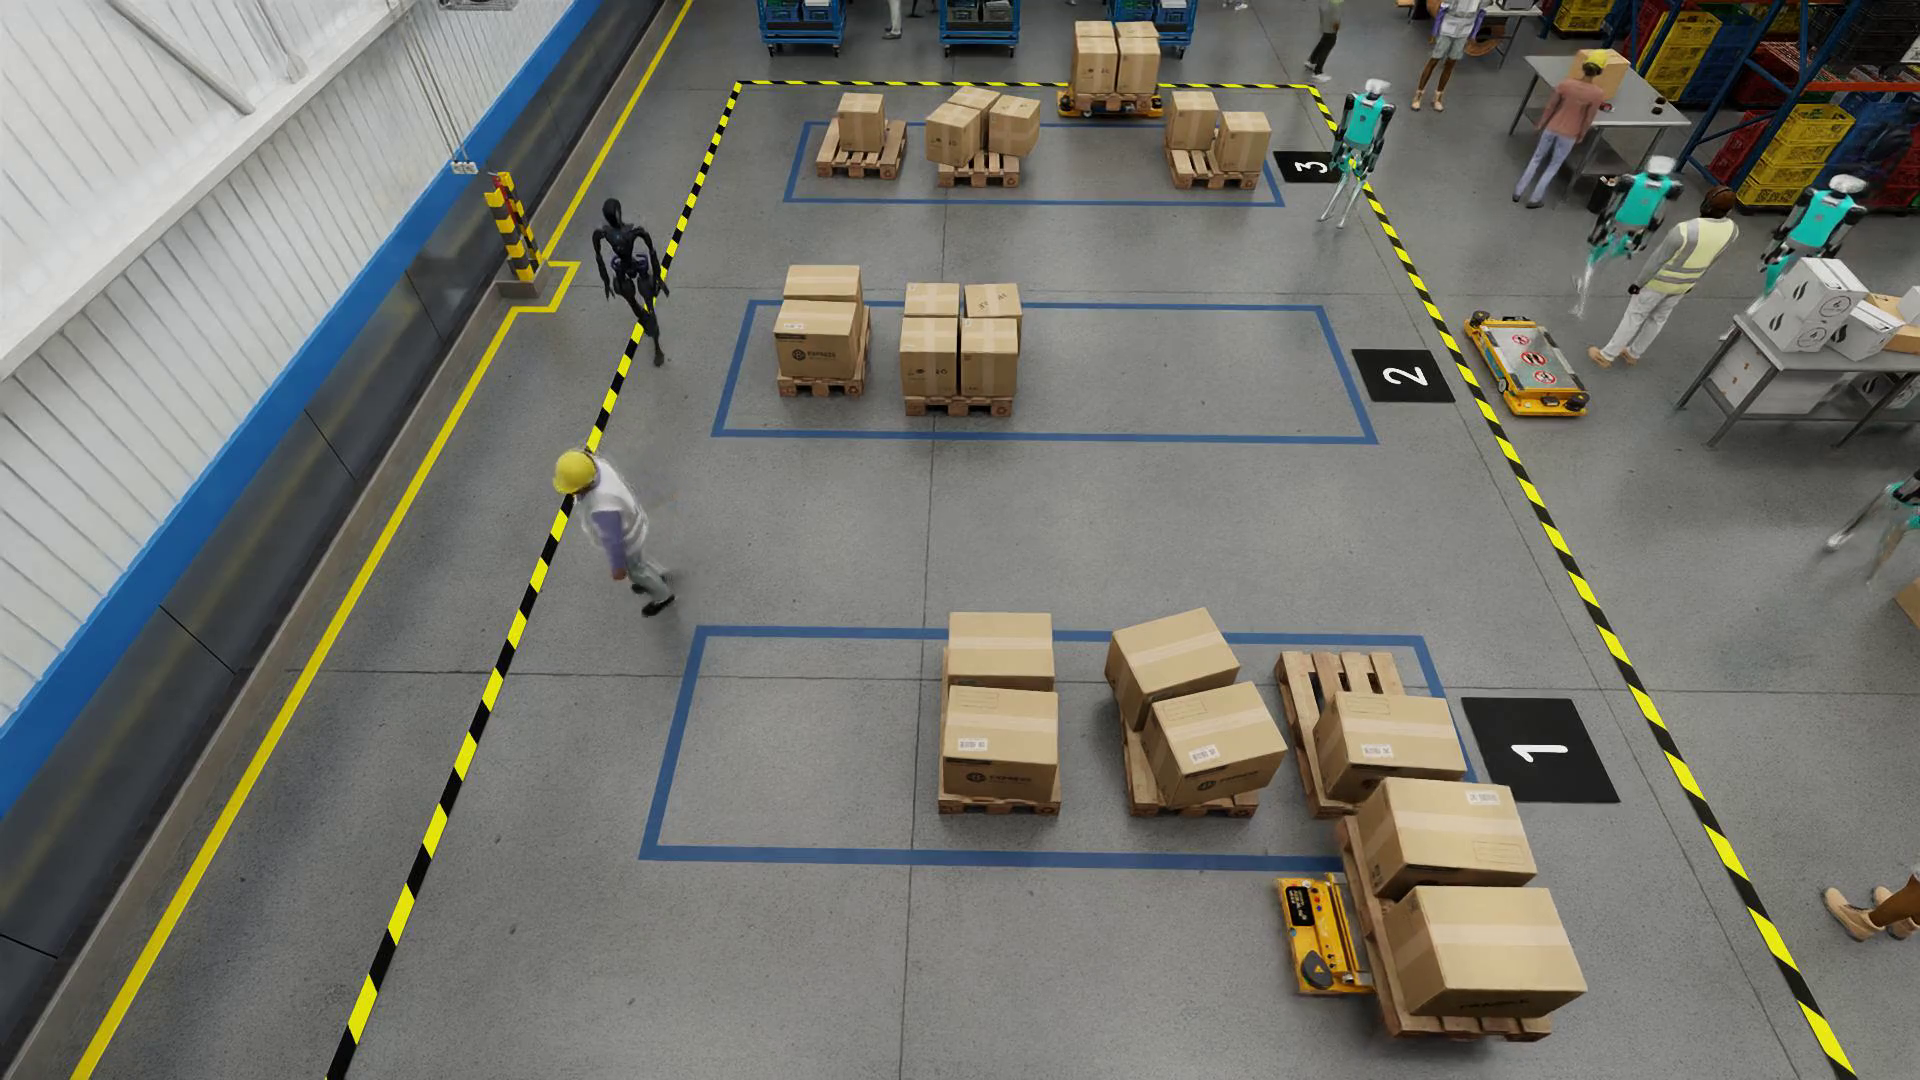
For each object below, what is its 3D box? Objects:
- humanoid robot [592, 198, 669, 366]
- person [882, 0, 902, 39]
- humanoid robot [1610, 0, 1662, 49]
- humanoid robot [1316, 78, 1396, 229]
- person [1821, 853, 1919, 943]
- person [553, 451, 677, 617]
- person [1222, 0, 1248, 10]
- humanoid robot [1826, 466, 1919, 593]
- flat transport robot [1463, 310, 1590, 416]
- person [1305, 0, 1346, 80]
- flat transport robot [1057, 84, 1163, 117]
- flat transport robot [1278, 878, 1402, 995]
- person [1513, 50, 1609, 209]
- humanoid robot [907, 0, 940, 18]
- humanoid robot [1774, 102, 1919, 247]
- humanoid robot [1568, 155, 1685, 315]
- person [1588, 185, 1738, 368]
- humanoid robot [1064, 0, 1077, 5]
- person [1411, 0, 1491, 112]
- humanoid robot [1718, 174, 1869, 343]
[{"bbox_3d":[-3.152,-2.535,8.831,0.611,1.633,0.788,-8,50,-6],"label":"humanoid robot"},{"bbox_3d":[-1.052,-8.680,14.006,0.391,1.841,0.562,4,49,4],"label":"person"},{"bbox_3d":[9.916,-7.727,13.316,0.764,1.629,0.590,-8,50,-7],"label":"humanoid robot"},{"bbox_3d":[4.483,-4.352,10.240,0.533,1.677,0.735,33,57,25],"label":"humanoid robot"},{"bbox_3d":[5.581,1.655,4.929,0.613,2.040,0.389,1,49,1],"label":"person"},{"bbox_3d":[-2.444,-0.027,6.549,0.495,1.789,0.613,-21,52,-17],"label":"person"},{"bbox_3d":[4.633,-9.613,14.879,0.316,1.740,0.491,-37,58,-27],"label":"person"},{"bbox_3d":[7.347,-0.409,6.933,0.531,1.787,0.852,21,52,18],"label":"humanoid robot"},{"bbox_3d":[5.573,-1.757,9.054,0.659,0.231,1.431,1,49,1],"label":"flat transport robot"},{"bbox_3d":[5.315,-7.479,12.982,0.453,1.818,0.604,20,52,16],"label":"person"},{"bbox_3d":[2.099,-6.202,12.883,1.431,0.197,0.652,1,49,1],"label":"flat transport robot"},{"bbox_3d":[2.706,2.351,5.480,1.431,0.197,0.652,1,49,1],"label":"flat transport robot"},{"bbox_3d":[7.005,-4.754,10.666,0.346,1.754,0.526,-28,55,-22],"label":"person"},{"bbox_3d":[-0.549,-9.225,14.595,0.643,1.636,0.612,2,49,2],"label":"humanoid robot"},{"bbox_3d":[9.849,-3.986,10.091,0.728,1.654,0.584,1,49,1],"label":"humanoid robot"},{"bbox_3d":[6.682,-3.131,9.321,0.530,1.812,0.914,22,53,18],"label":"humanoid robot"},{"bbox_3d":[6.622,-2.427,8.600,0.623,1.838,0.430,-6,49,-5],"label":"person"},{"bbox_3d":[1.887,-9.646,14.986,0.544,1.880,0.763,-37,59,-28],"label":"humanoid robot"},{"bbox_3d":[6.626,-6.800,12.247,0.606,2.044,0.370,6,49,5],"label":"person"},{"bbox_3d":[8.284,-2.785,9.010,1.034,1.776,0.539,-25,54,-20],"label":"humanoid robot"}]
